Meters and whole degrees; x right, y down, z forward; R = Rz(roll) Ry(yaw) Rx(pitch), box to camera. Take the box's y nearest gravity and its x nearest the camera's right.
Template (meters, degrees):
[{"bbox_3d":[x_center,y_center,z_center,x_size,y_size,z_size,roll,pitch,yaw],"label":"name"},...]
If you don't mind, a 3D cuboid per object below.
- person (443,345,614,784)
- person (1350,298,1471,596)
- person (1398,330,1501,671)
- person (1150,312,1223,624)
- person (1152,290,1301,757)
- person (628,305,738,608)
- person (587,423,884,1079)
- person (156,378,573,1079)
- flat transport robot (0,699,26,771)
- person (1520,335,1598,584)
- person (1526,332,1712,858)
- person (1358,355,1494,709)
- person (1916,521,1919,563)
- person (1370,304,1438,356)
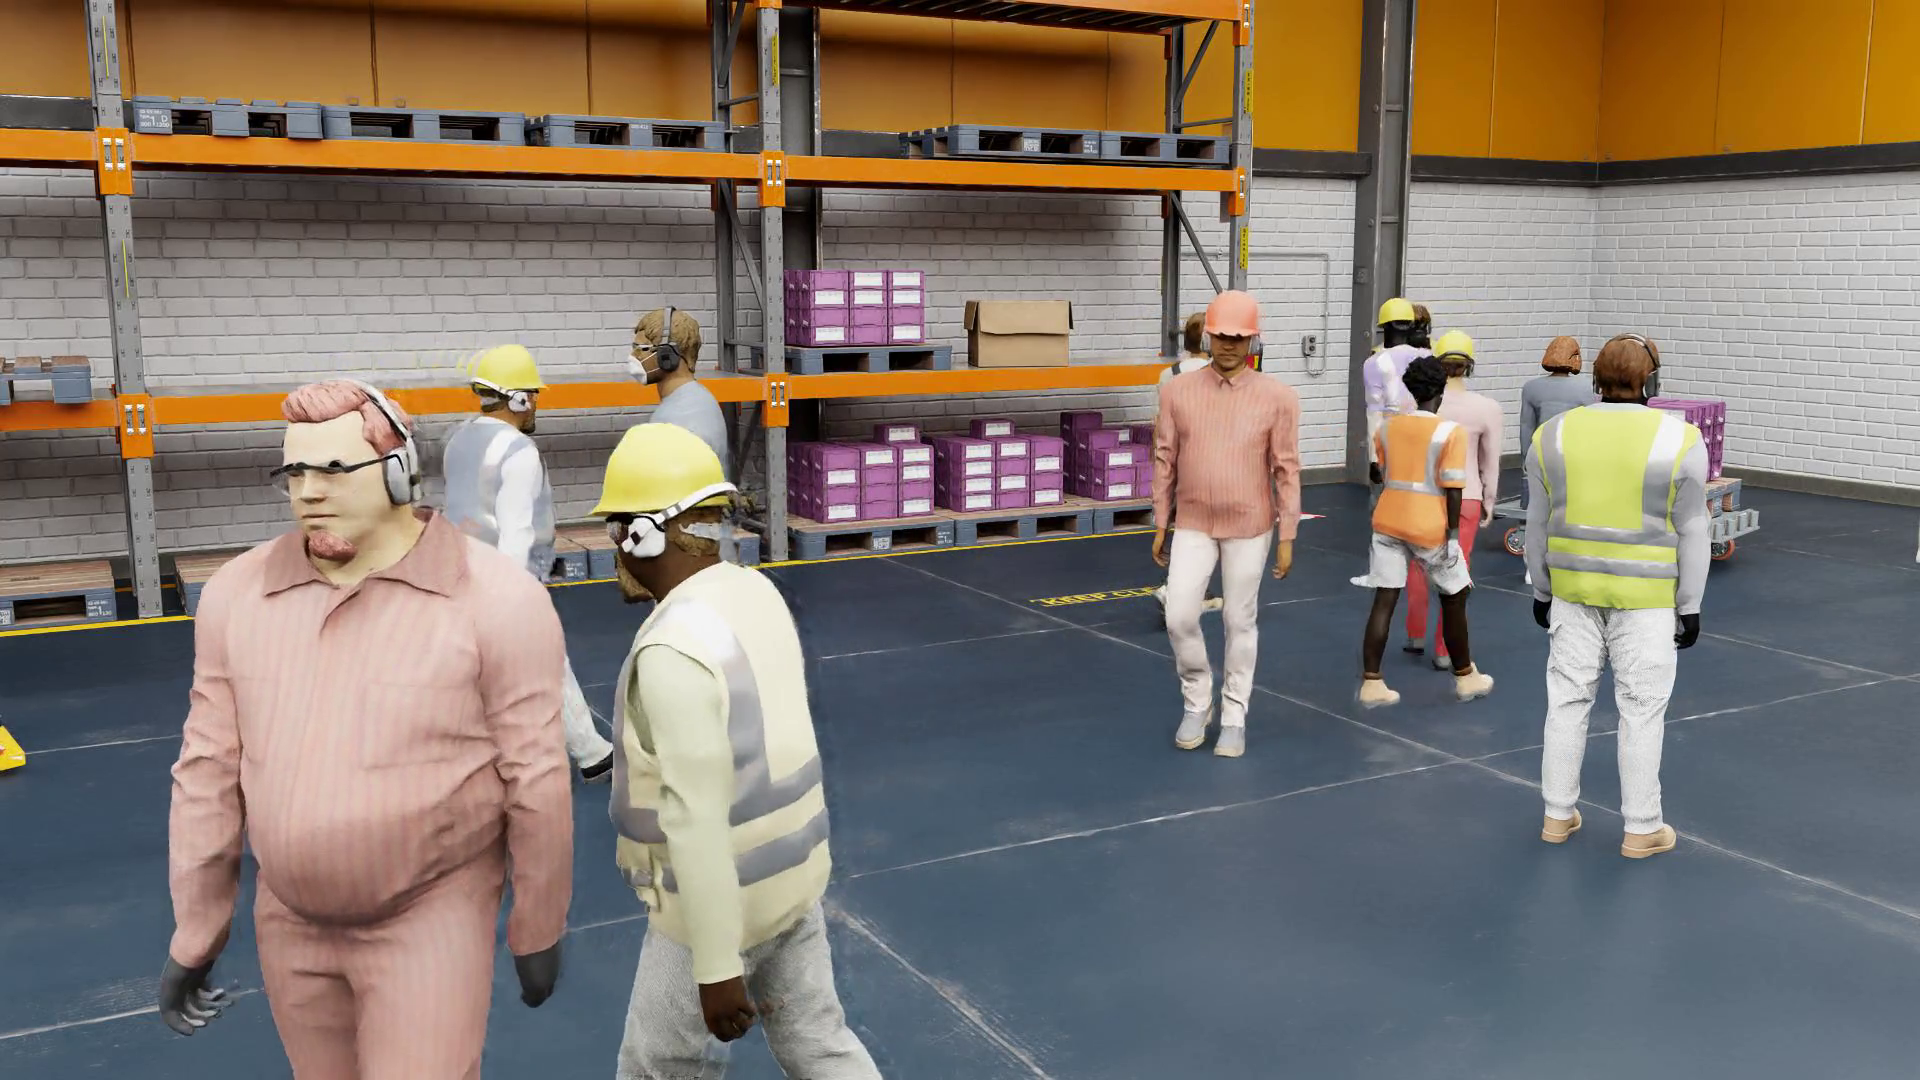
[{"bbox_3d":[-1.746,0.140,6.444,0.599,1.774,0.959,9,13,44],"label":"person"},{"bbox_3d":[2.874,-0.571,10.476,0.618,1.885,0.826,-4,10,-24],"label":"person"},{"bbox_3d":[2.523,-0.218,8.681,0.542,1.737,0.654,1,9,9],"label":"person"},{"bbox_3d":[1.349,-0.412,9.684,0.520,1.825,0.850,8,12,39],"label":"person"},{"bbox_3d":[1.107,-0.053,6.995,0.643,1.972,0.462,3,10,18],"label":"person"},{"bbox_3d":[-0.978,0.144,5.912,0.372,1.939,0.629,-1,9,-6],"label":"person"},{"bbox_3d":[-0.421,0.667,3.228,0.909,1.785,0.606,3,10,16],"label":"person"},{"bbox_3d":[-1.024,0.665,2.883,0.647,1.887,0.442,2,10,13],"label":"person"},{"bbox_3d":[-4.571,0.864,6.586,1.431,0.197,0.652,-7,12,-37],"label":"flat transport robot"},{"bbox_3d":[3.880,-0.506,10.798,0.500,1.633,0.285,7,12,37],"label":"person"},{"bbox_3d":[2.318,0.196,5.884,0.625,1.846,0.429,7,12,38],"label":"person"},{"bbox_3d":[2.211,-0.039,7.879,0.806,1.649,0.546,-7,12,-38],"label":"person"},{"bbox_3d":[6.928,-0.741,11.538,0.521,1.865,0.328,-6,11,-31],"label":"person"},{"bbox_3d":[3.177,-0.734,11.654,0.651,1.810,0.745,0,9,1],"label":"person"}]
